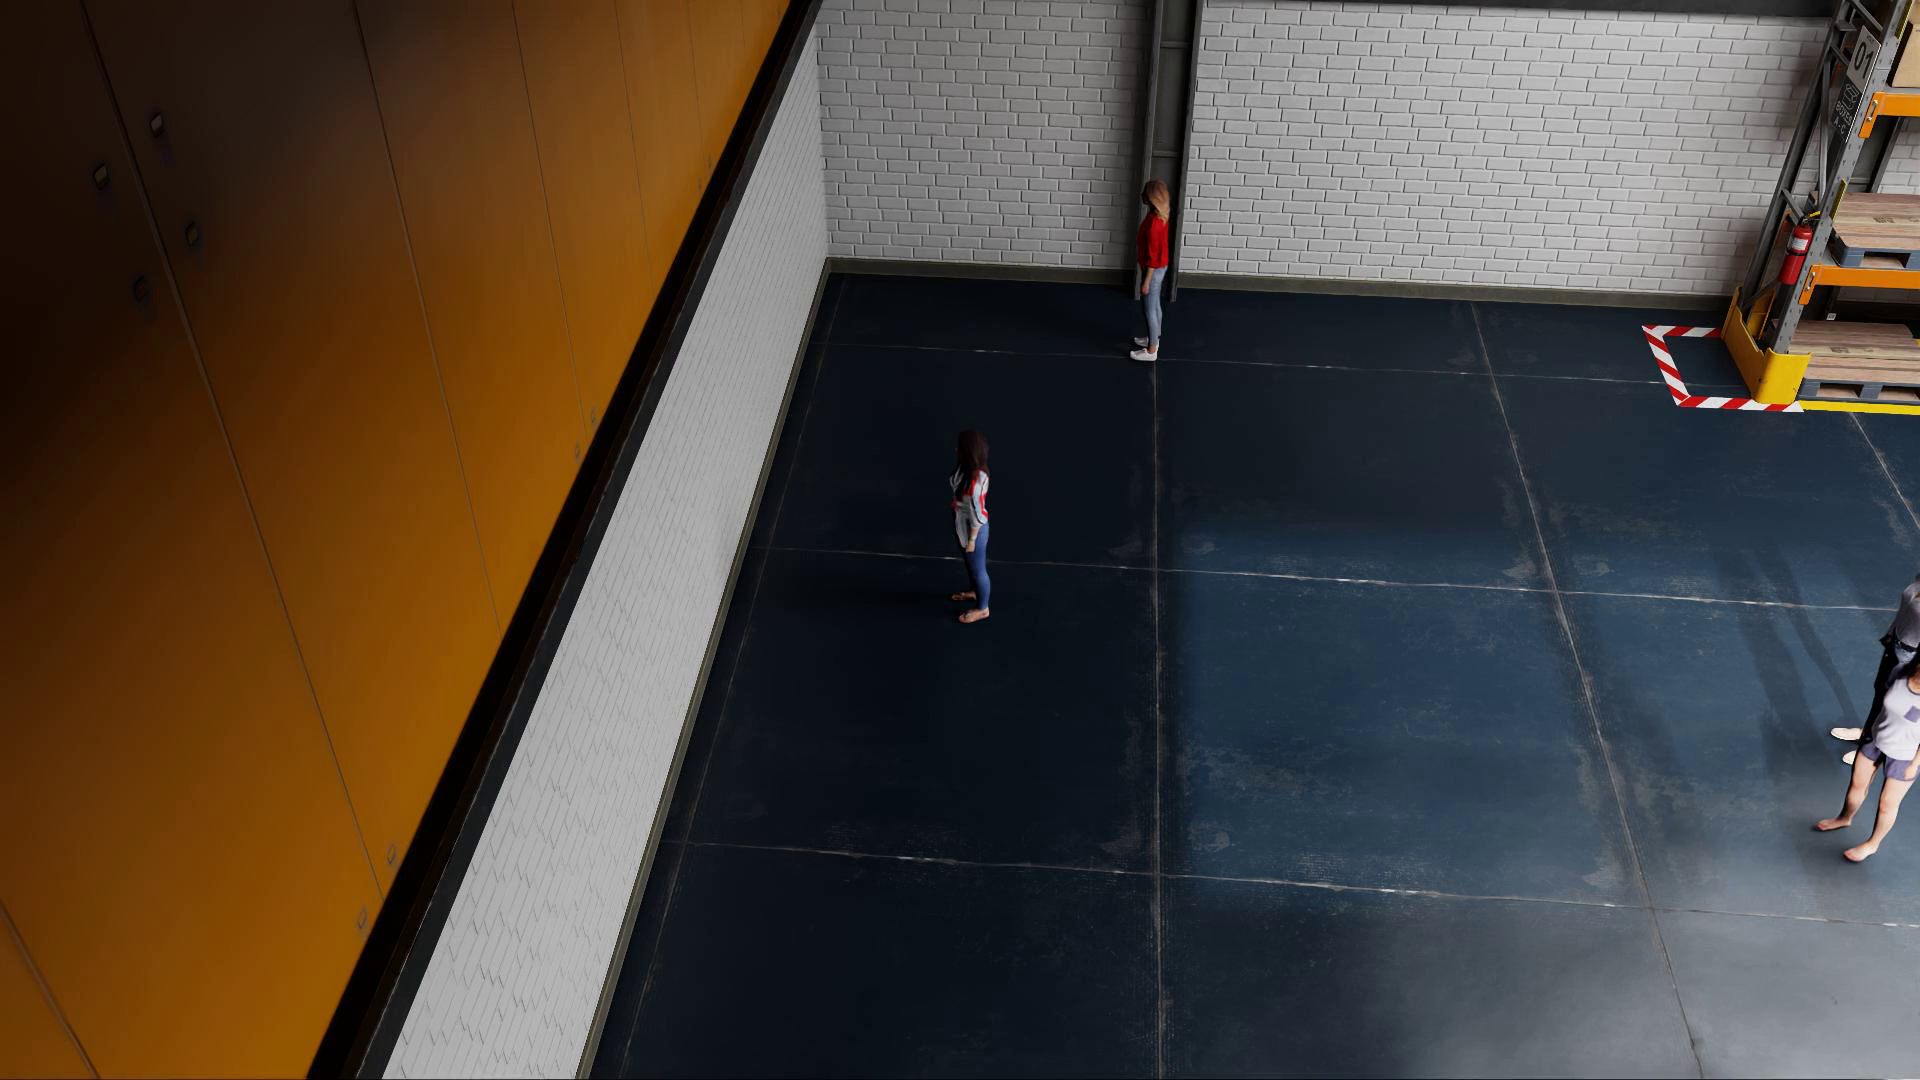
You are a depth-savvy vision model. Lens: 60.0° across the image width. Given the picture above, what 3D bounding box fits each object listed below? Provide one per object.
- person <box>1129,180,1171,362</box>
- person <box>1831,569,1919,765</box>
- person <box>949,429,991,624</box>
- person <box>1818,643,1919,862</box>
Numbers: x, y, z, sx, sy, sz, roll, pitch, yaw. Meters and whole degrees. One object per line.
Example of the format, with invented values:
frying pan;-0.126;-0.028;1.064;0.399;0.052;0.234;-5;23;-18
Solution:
person;1.683;-2.358;14.580;0.555;1.703;0.654;9;39;11
person;6.066;0.721;10.650;0.484;1.796;0.580;3;39;4
person;0.084;-0.109;11.837;0.605;1.612;0.650;-8;39;-9
person;5.669;1.247;10.063;0.663;1.706;0.660;-15;41;-18
